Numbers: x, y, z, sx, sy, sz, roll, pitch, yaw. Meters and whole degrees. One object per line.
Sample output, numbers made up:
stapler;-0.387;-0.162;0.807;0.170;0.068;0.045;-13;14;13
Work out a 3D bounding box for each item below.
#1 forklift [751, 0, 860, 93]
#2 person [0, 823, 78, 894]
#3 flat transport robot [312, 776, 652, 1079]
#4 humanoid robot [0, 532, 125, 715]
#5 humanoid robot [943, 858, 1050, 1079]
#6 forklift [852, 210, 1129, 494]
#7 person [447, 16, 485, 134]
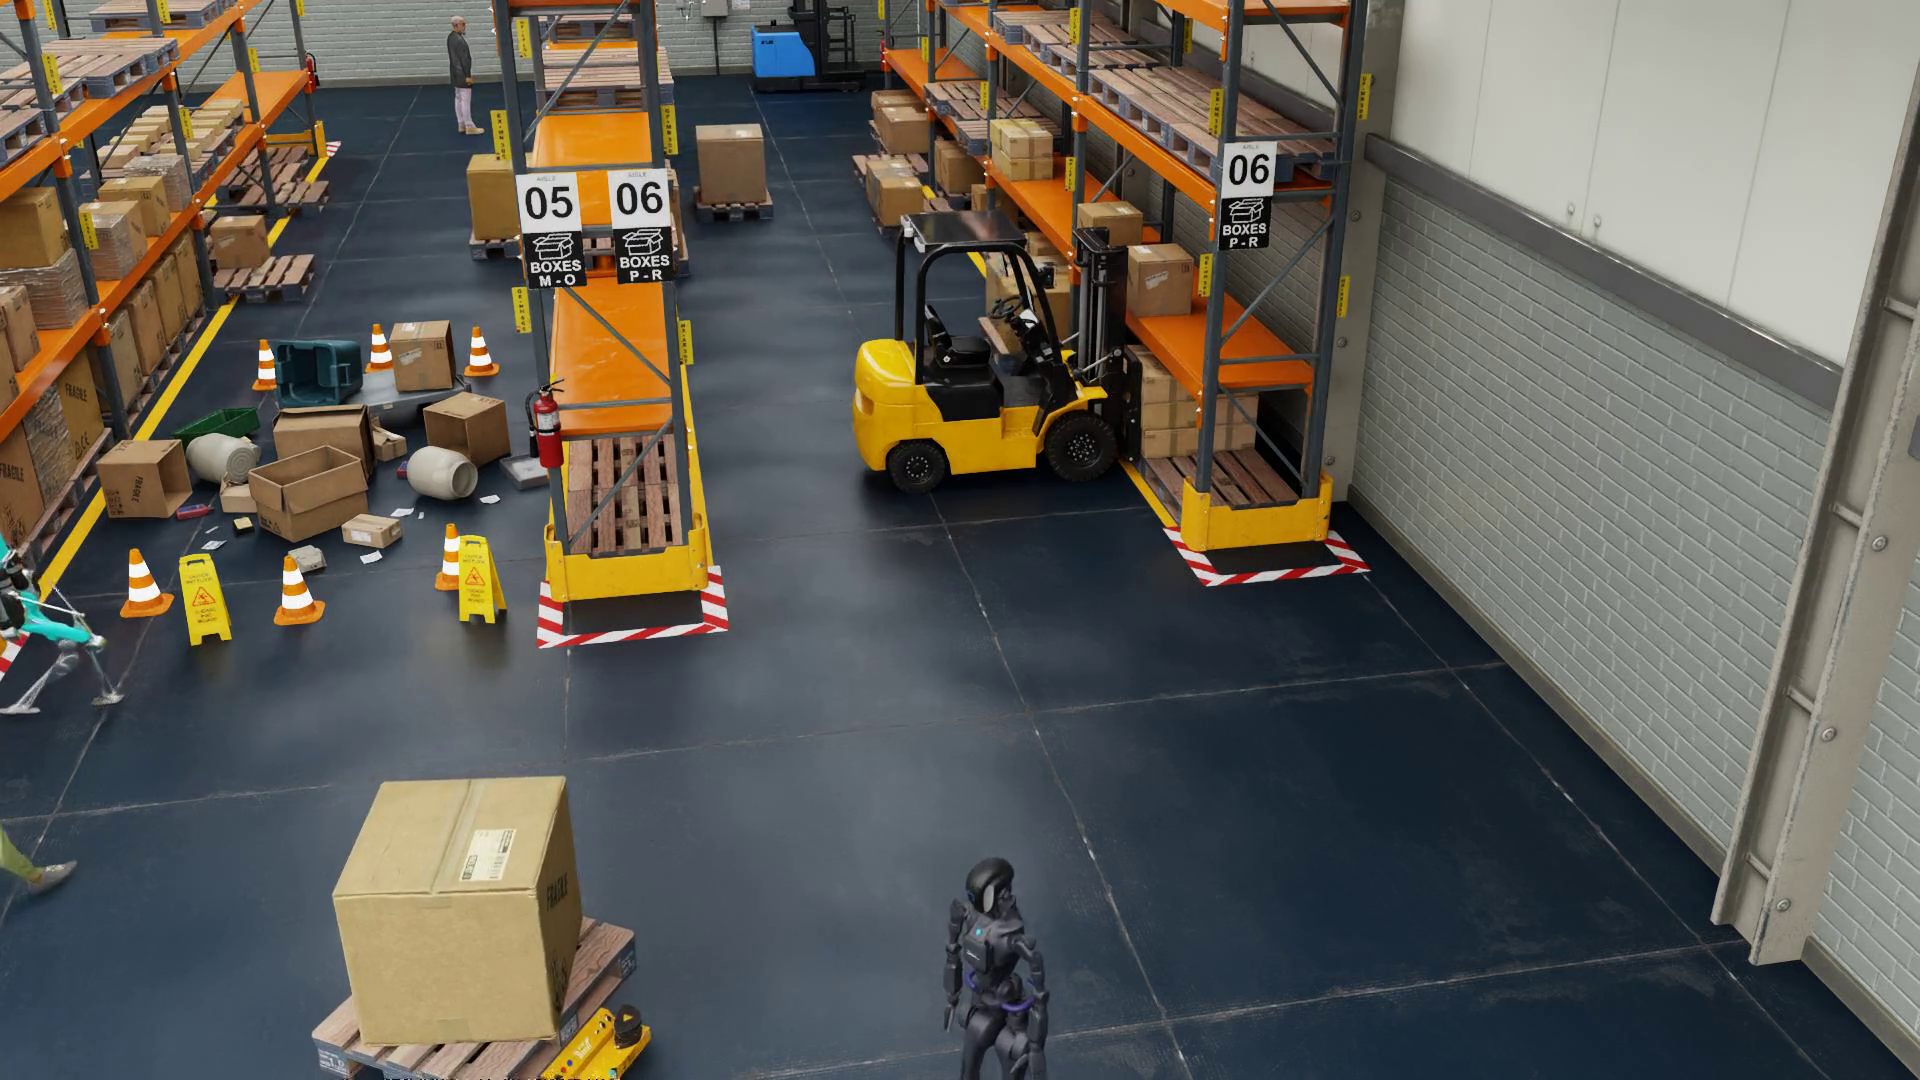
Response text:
forklift;-2.872;-9.679;30.288;1.873;2.768;1.129;-5;26;-10
person;-5.385;1.287;8.829;0.478;1.663;0.904;21;33;37
flat transport robot;-2.300;2.401;8.128;1.431;0.231;0.659;10;27;20
humanoid robot;-5.831;0.390;10.645;0.979;1.733;0.557;-5;26;-10
humanoid robot;0.154;2.075;7.180;0.609;1.653;0.345;22;33;38
forklift;0.216;-1.659;14.366;2.313;2.155;1.214;-5;26;-10
person;-8.103;-7.553;27.028;0.412;1.855;0.533;-17;31;-32
